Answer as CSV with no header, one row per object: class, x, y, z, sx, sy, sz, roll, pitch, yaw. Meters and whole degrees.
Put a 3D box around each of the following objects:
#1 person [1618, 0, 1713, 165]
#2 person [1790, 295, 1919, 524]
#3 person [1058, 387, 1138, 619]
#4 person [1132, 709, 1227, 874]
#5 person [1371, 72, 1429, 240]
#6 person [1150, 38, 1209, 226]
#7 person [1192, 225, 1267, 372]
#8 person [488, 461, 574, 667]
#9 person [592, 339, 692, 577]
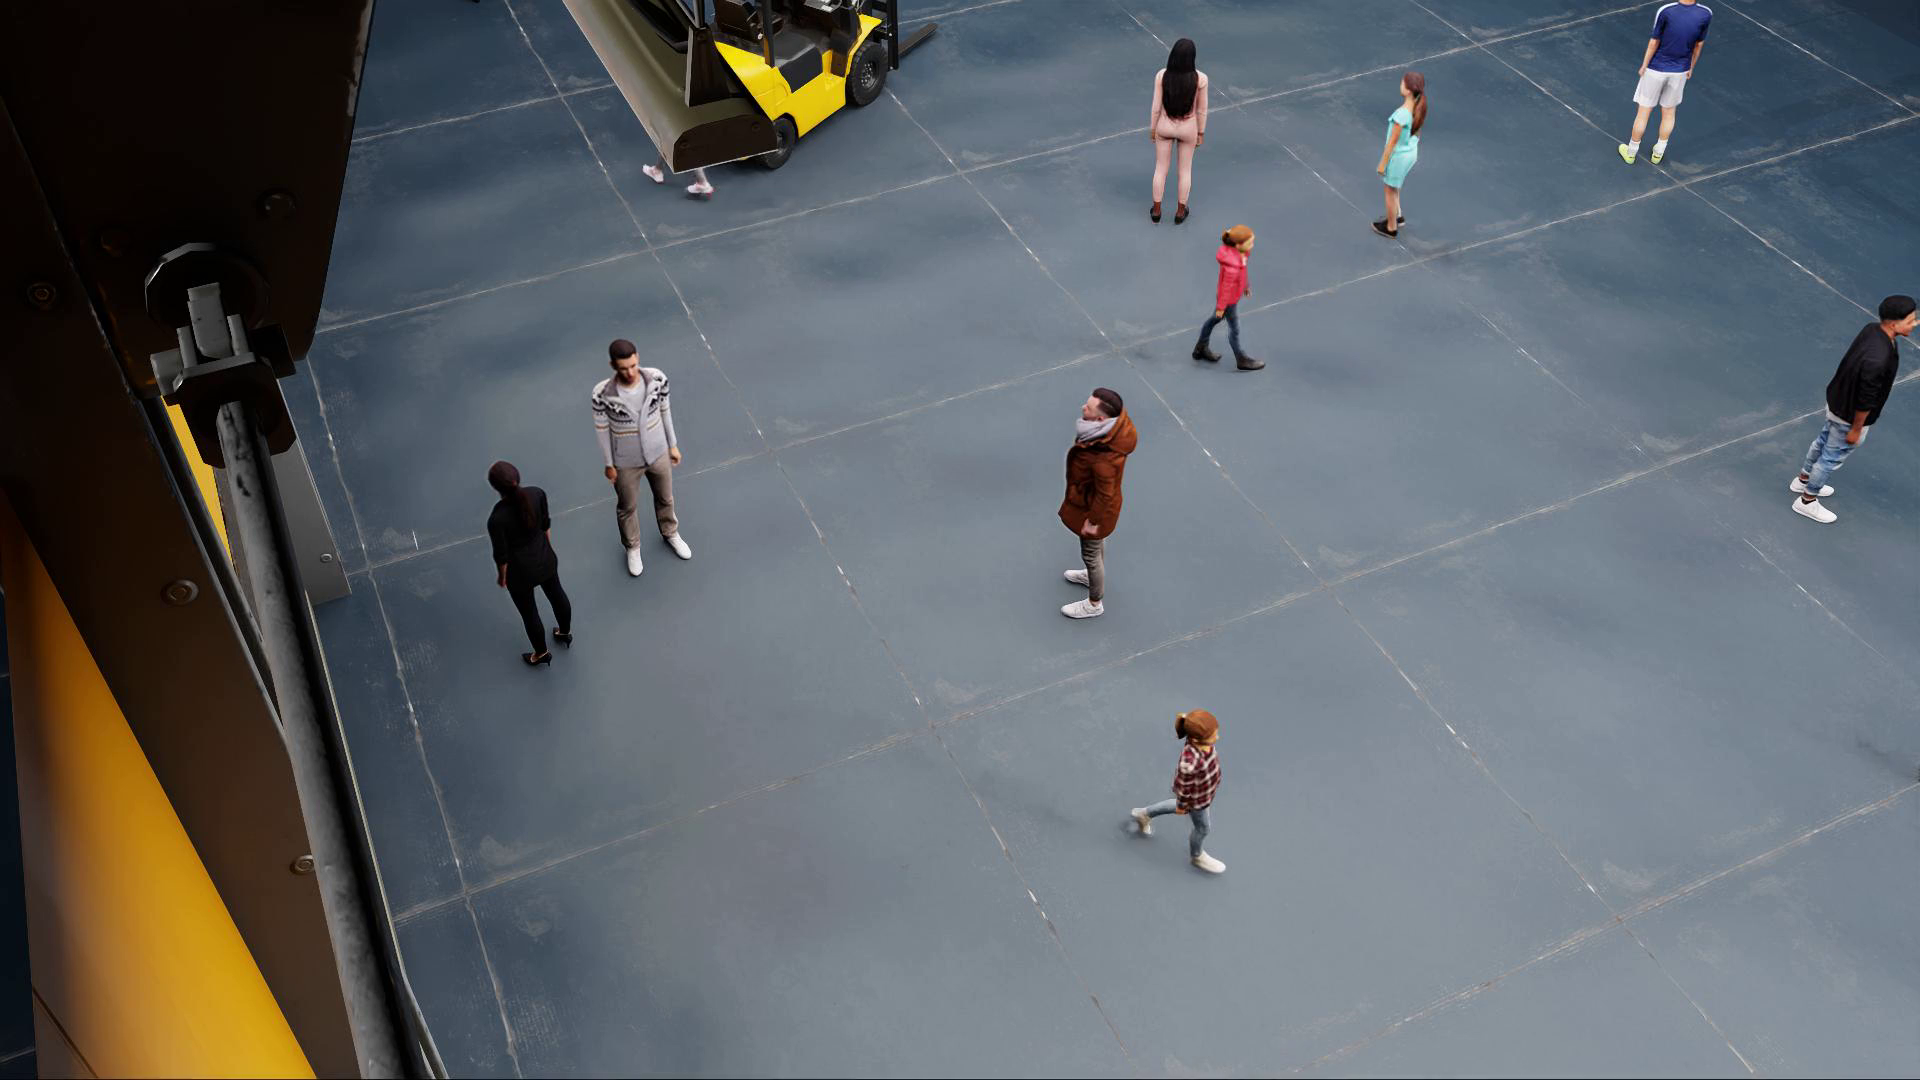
person,6.418,-4.284,15.084,0.714,1.838,0.717,3,44,4
person,6.222,-0.947,11.600,0.838,1.813,0.776,14,45,14
person,0.891,-0.258,10.857,0.908,1.839,0.825,4,44,5
person,1.284,1.392,9.525,0.897,1.289,0.836,15,46,15
person,3.825,-3.254,14.213,0.633,1.549,0.655,-34,53,-30
person,1.870,-3.525,14.373,0.704,1.721,0.722,7,44,7
person,2.021,-1.903,12.981,0.838,1.292,0.824,8,44,8
person,-2.735,0.154,10.553,0.702,1.662,0.686,28,50,26
person,-2.162,-0.601,11.202,0.687,1.862,0.569,-20,47,-20
